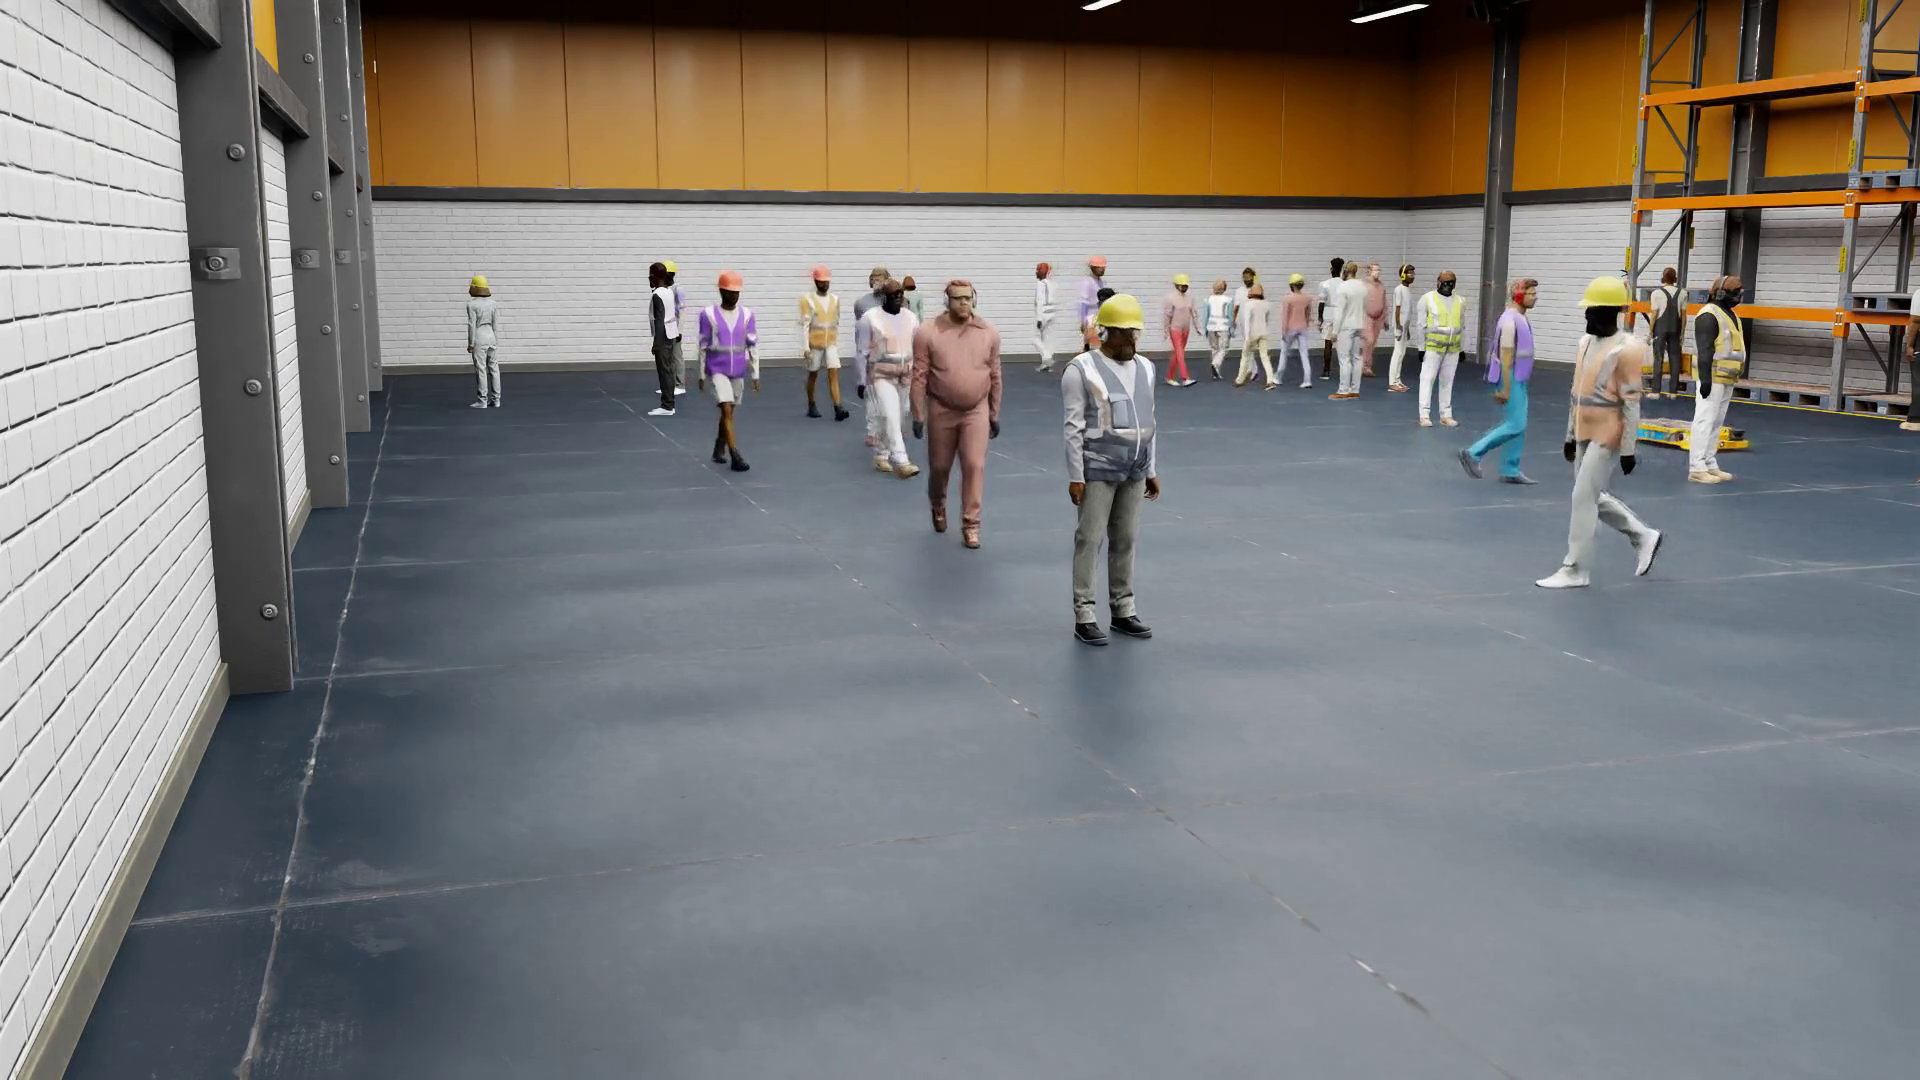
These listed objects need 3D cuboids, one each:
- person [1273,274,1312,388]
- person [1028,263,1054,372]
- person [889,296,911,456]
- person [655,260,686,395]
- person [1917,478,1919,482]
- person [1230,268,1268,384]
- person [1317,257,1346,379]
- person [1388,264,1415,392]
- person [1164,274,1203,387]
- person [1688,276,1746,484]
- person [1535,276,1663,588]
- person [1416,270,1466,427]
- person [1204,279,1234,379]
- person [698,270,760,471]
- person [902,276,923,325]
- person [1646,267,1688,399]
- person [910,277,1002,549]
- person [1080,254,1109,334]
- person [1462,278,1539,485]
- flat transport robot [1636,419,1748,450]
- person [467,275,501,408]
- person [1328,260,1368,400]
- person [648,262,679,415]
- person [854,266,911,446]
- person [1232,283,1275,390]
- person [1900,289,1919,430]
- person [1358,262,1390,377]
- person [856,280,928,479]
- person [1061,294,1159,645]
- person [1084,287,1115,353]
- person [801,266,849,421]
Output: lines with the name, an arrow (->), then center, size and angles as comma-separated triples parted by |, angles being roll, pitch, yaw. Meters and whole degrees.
person -> 5.095, -3.184, 25.344 | 0.530, 1.719, 0.877 | -3, 10, -17
person -> 1.401, -3.808, 28.504 | 0.416, 1.869, 0.609 | 4, 11, 24
person -> -0.615, -1.624, 16.612 | 0.387, 1.619, 0.508 | 4, 11, 22
person -> -4.180, -3.065, 24.044 | 0.356, 1.930, 0.589 | -8, 13, -40
person -> 8.810, -1.418, 14.687 | 0.517, 1.873, 0.328 | 7, 12, 34
person -> 4.573, -3.388, 26.266 | 0.542, 1.821, 1.001 | 6, 11, 31
person -> 6.078, -3.575, 26.894 | 0.607, 1.966, 0.367 | 0, 10, 1
person -> 6.563, -3.136, 24.634 | 0.317, 1.870, 0.523 | 6, 11, 30
person -> 3.394, -3.176, 25.310 | 0.535, 1.718, 0.924 | -6, 12, -32
person -> 6.759, -1.428, 14.831 | 0.429, 1.839, 0.634 | 9, 13, 42
person -> 3.952, -0.649, 10.134 | 0.789, 1.907, 0.596 | -1, 10, -6
person -> 5.678, -2.247, 19.590 | 0.621, 1.838, 0.429 | -2, 10, -13
person -> 4.139, -3.376, 26.749 | 0.521, 1.619, 0.567 | 6, 12, 33
person -> -2.216, -1.621, 15.855 | 0.555, 1.881, 1.010 | -5, 11, -27
person -> -0.885, -3.828, 29.327 | 0.497, 1.632, 0.289 | -4, 10, -20
person -> 9.859, -2.877, 23.209 | 0.516, 1.842, 0.326 | 0, 10, 1
person -> -0.032, -0.918, 11.782 | 0.656, 1.884, 0.867 | -1, 10, -7
person -> 2.100, -3.427, 25.888 | 0.471, 2.028, 0.605 | 7, 12, 35
person -> 4.812, -1.386, 14.637 | 0.543, 1.831, 0.575 | 5, 11, 27
flat transport robot -> 7.610, -1.140, 17.701 | 0.652, 0.197, 1.431 | -3, 10, -16
person -> -6.316, -2.617, 21.988 | 0.284, 1.746, 0.488 | 6, 11, 31
person -> 5.405, -2.904, 23.108 | 0.632, 1.938, 0.362 | -9, 13, -43
person -> -3.758, -2.533, 21.003 | 0.392, 1.919, 0.591 | 0, 10, 0
person -> -0.819, -1.993, 17.932 | 0.640, 1.908, 0.959 | 2, 10, 11
person -> 4.447, -3.039, 24.900 | 0.495, 1.589, 0.820 | -5, 11, -25
person -> 11.225, -2.280, 19.181 | 0.681, 2.000, 0.535 | 0, 10, 2
person -> 6.783, -3.602, 27.262 | 0.674, 1.889, 0.560 | -6, 11, -29
person -> -0.597, -1.477, 15.257 | 0.649, 1.791, 0.952 | -6, 12, -32
person -> 0.811, -0.372, 8.745 | 0.586, 1.831, 0.403 | -6, 12, -33
person -> 1.565, -1.841, 17.652 | 0.542, 1.682, 0.454 | 7, 12, 36
person -> -1.679, -2.401, 20.351 | 0.563, 1.879, 1.012 | -5, 11, -29
